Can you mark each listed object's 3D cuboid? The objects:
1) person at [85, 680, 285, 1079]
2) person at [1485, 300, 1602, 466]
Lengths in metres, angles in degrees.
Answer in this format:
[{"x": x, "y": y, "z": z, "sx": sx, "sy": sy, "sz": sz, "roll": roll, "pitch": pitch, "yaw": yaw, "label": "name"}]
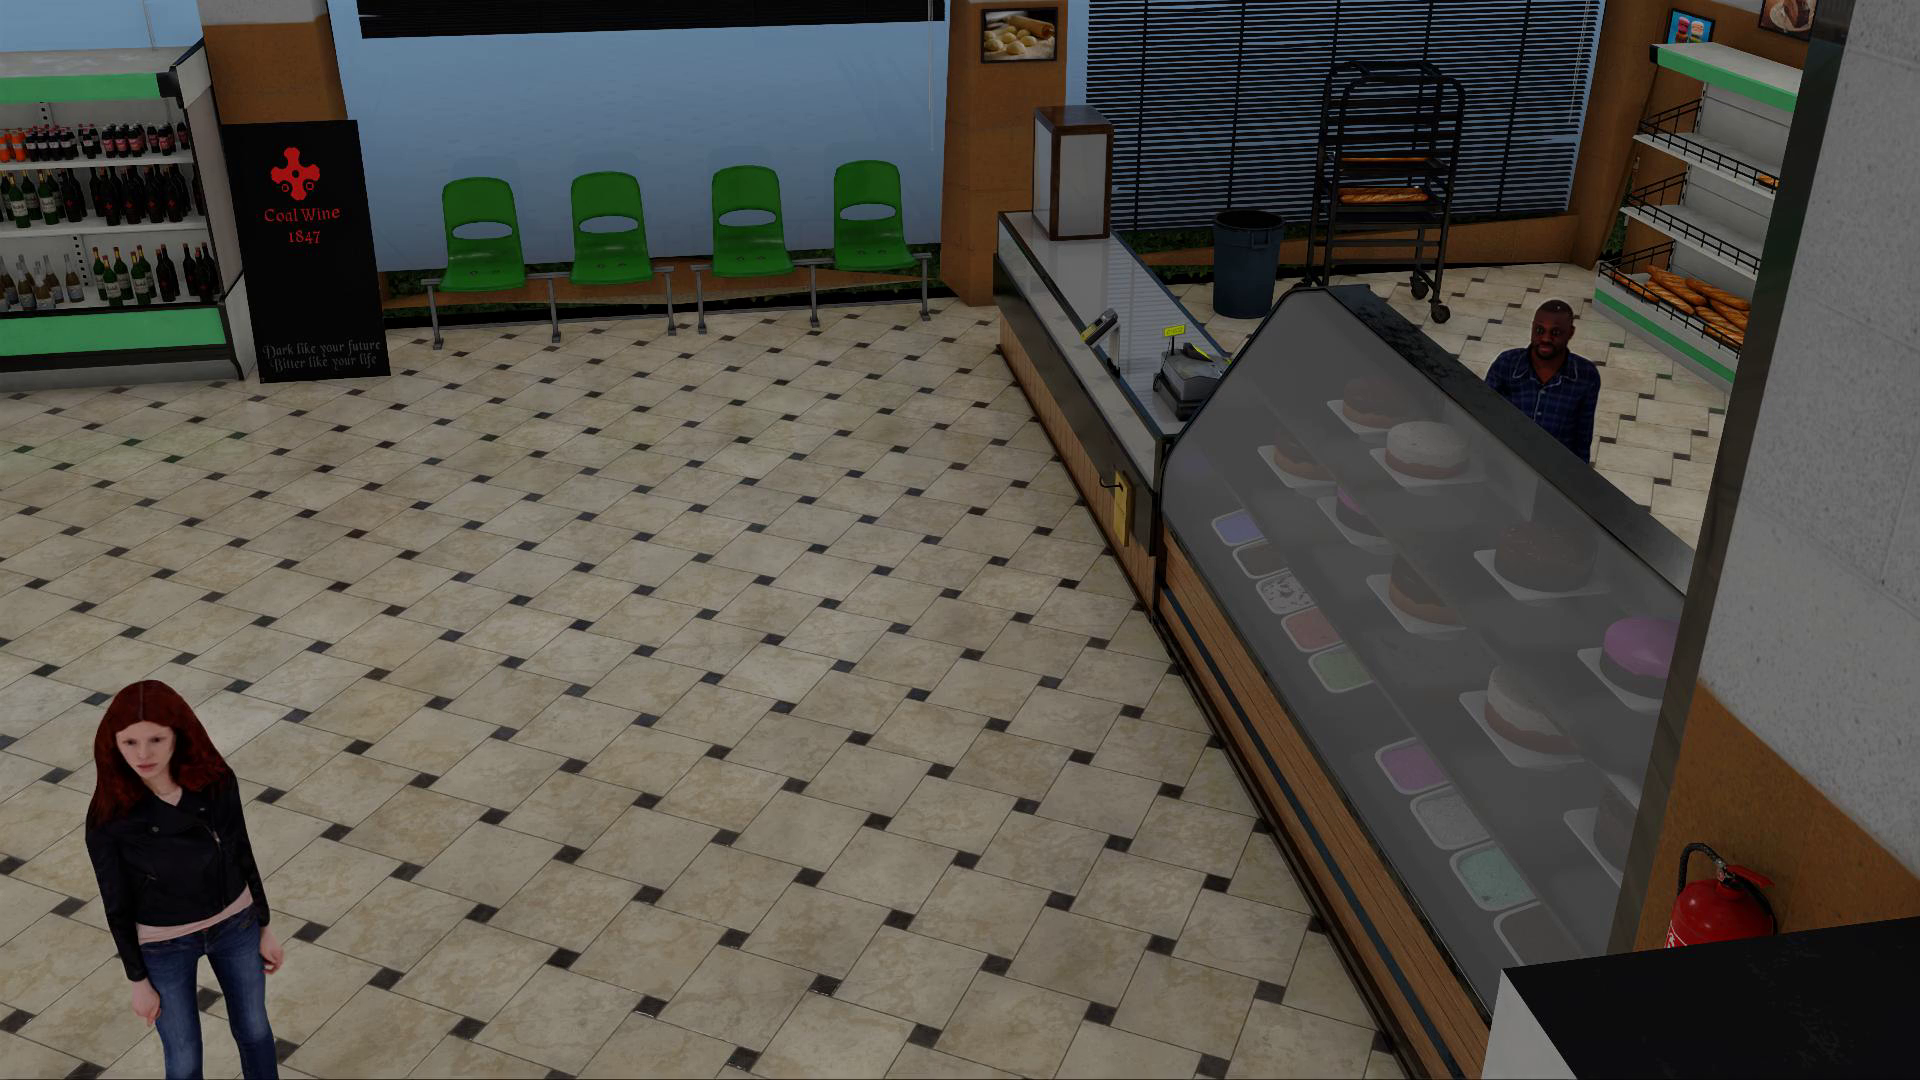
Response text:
[{"x": -2.205, "y": 1.186, "z": 4.829, "sx": 0.613, "sy": 1.789, "sz": 0.715, "roll": -22, "pitch": 34, "yaw": -36, "label": "person"}, {"x": 2.579, "y": -0.225, "z": 7.573, "sx": 0.723, "sy": 1.824, "sz": 0.837, "roll": 9, "pitch": 28, "yaw": 18, "label": "person"}]
